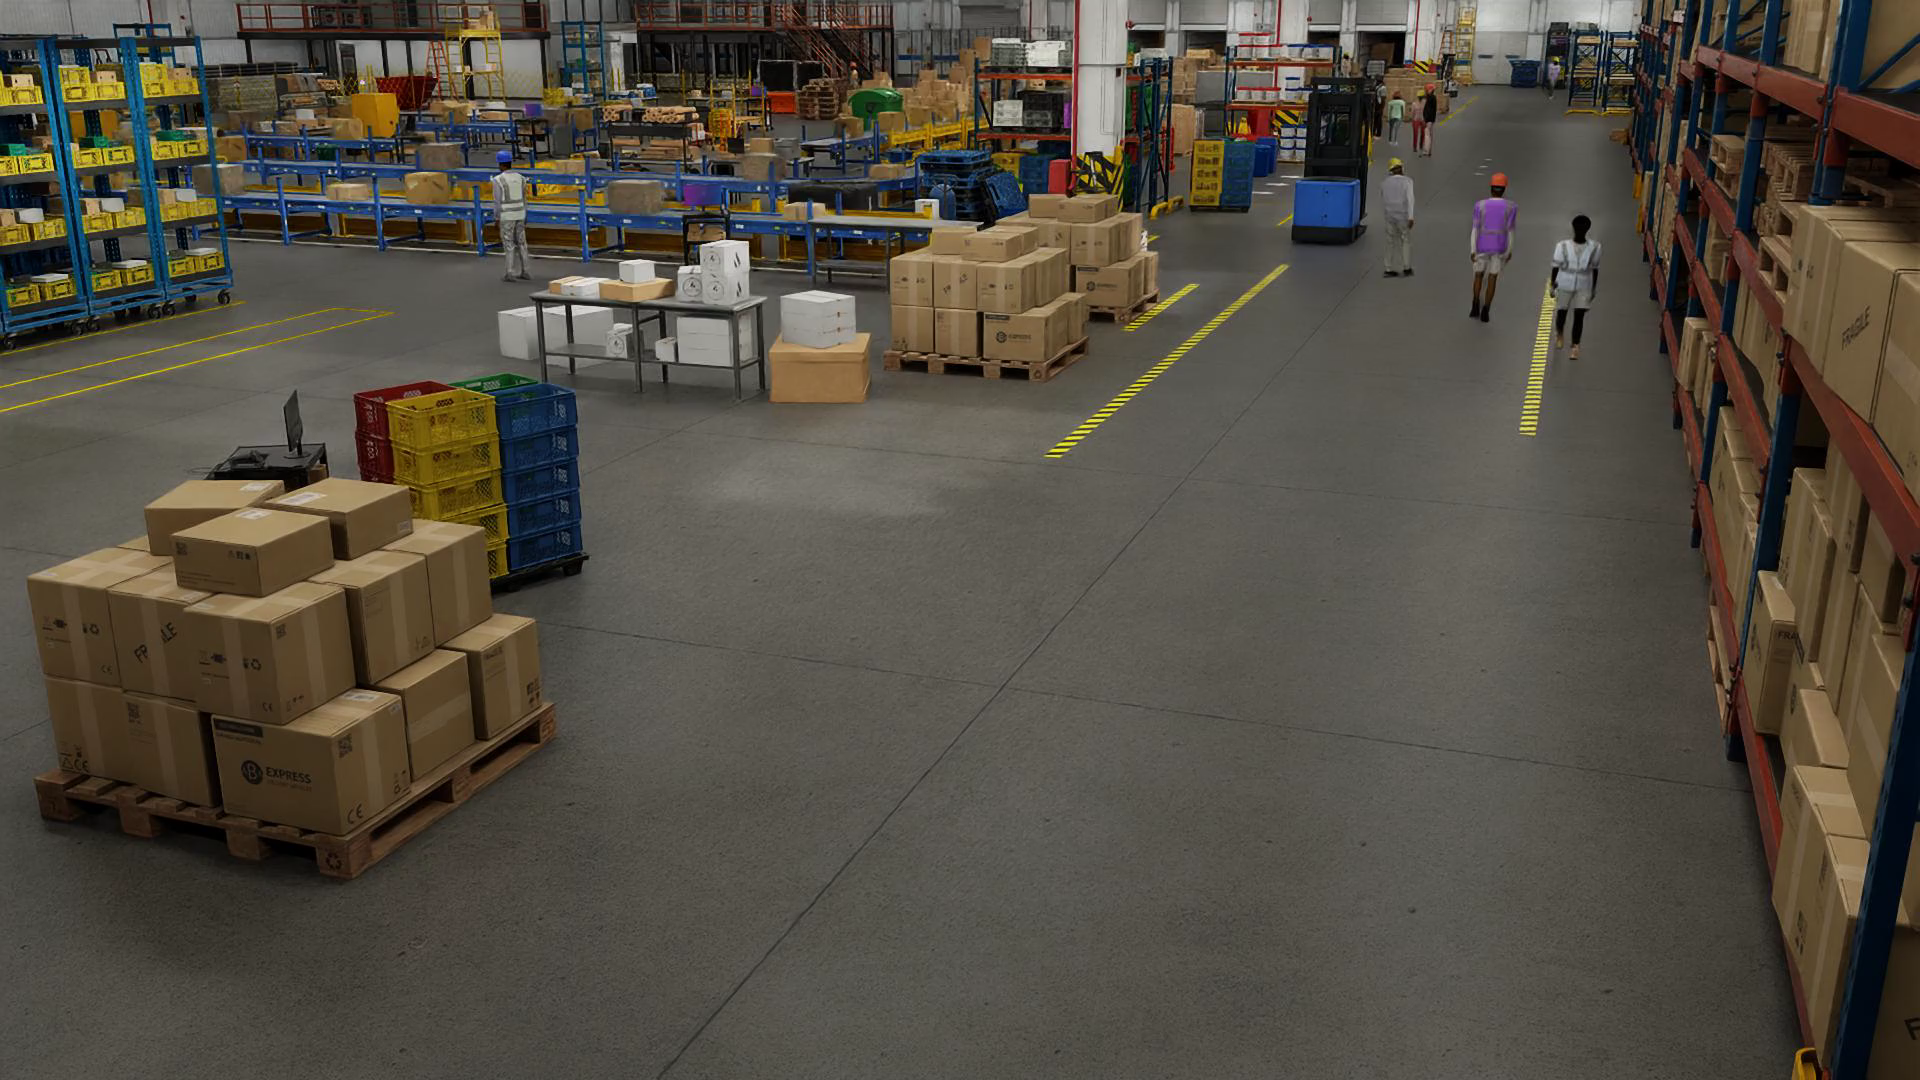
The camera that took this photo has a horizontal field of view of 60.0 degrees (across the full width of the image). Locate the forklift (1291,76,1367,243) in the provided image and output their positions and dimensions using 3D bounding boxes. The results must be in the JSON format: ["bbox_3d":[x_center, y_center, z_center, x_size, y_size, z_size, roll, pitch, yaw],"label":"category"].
[{"bbox_3d":[6.598,-6.755,29.381,1.129,2.768,1.873,6,19,19],"label":"forklift"}]

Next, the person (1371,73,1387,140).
[{"bbox_3d":[13.117,-13.672,52.478,0.536,2.000,0.682,-5,18,-15],"label":"person"}]

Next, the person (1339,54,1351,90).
[{"bbox_3d":[19.724,-24.008,85.276,0.622,1.845,0.430,5,18,16],"label":"person"}]

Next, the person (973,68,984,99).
[{"bbox_3d":[0.715,-16.151,60.430,0.805,1.943,0.611,8,19,24],"label":"person"}]

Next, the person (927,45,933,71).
[{"bbox_3d":[-1.878,-28.347,98.684,0.651,1.980,0.625,0,18,-1],"label":"person"}]

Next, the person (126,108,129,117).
[{"bbox_3d":[-27.060,-14.298,54.534,1.053,1.999,0.611,1,18,3],"label":"person"}]

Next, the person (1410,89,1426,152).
[{"bbox_3d":[13.269,-12.103,48.001,0.536,1.755,0.484,6,18,17],"label":"person"}]

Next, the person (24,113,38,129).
[{"bbox_3d":[-31.795,-14.914,56.608,0.639,1.902,0.407,-9,20,-27],"label":"person"}]

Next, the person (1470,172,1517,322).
[{"bbox_3d":[6.969,-3.837,21.778,0.546,1.912,0.683,6,19,19],"label":"person"}]

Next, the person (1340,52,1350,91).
[{"bbox_3d":[19.633,-23.846,84.632,0.593,1.923,0.386,-12,21,-34],"label":"person"}]

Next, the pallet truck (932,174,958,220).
[{"bbox_3d":[-0.507,-5.292,27.348,0.653,1.274,1.630,6,19,19],"label":"pallet truck"}]

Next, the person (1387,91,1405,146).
[{"bbox_3d":[13.158,-12.749,50.261,0.504,1.609,0.686,4,18,14],"label":"person"}]

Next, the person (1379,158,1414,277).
[{"bbox_3d":[6.707,-4.926,25.432,0.661,1.771,0.734,15,23,38],"label":"person"}]

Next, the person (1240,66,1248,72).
[{"bbox_3d":[11.756,-18.815,68.872,0.385,1.906,0.629,11,21,30],"label":"person"}]

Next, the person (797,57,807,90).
[{"bbox_3d":[-7.491,-22.018,79.063,0.625,1.823,0.986,11,21,30],"label":"person"}]

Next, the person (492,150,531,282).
[{"bbox_3d":[-6.731,-4.843,24.912,0.417,1.940,0.601,11,21,31],"label":"person"}]

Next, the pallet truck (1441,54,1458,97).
[{"bbox_3d":[22.765,-21.886,78.355,0.823,1.965,1.885,-4,18,-14],"label":"pallet truck"}]

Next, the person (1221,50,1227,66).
[{"bbox_3d":[13.893,-24.694,87.275,0.404,1.951,0.616,-10,20,-28],"label":"person"}]

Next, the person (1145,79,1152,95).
[{"bbox_3d":[6.408,-14.947,57.058,0.323,1.690,0.536,-11,21,-31],"label":"person"}]

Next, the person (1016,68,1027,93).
[{"bbox_3d":[2.421,-18.034,66.526,0.734,1.840,0.549,16,24,41],"label":"person"}]

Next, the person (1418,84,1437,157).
[{"bbox_3d":[13.008,-11.636,46.153,0.377,1.995,0.611,9,20,26],"label":"person"}]

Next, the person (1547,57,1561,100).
[{"bbox_3d":[27.282,-21.153,76.242,0.600,1.874,0.962,-4,18,-13],"label":"person"}]

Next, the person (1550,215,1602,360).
[{"bbox_3d":[7.211,-3.000,19.552,0.538,1.672,0.788,5,18,15],"label":"person"}]

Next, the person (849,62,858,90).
[{"bbox_3d":[-4.324,-18.434,67.608,0.375,1.935,0.550,-1,18,-2],"label":"person"}]

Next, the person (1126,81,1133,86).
[{"bbox_3d":[6.278,-16.650,62.299,0.538,1.748,0.491,-10,20,-29],"label":"person"}]
